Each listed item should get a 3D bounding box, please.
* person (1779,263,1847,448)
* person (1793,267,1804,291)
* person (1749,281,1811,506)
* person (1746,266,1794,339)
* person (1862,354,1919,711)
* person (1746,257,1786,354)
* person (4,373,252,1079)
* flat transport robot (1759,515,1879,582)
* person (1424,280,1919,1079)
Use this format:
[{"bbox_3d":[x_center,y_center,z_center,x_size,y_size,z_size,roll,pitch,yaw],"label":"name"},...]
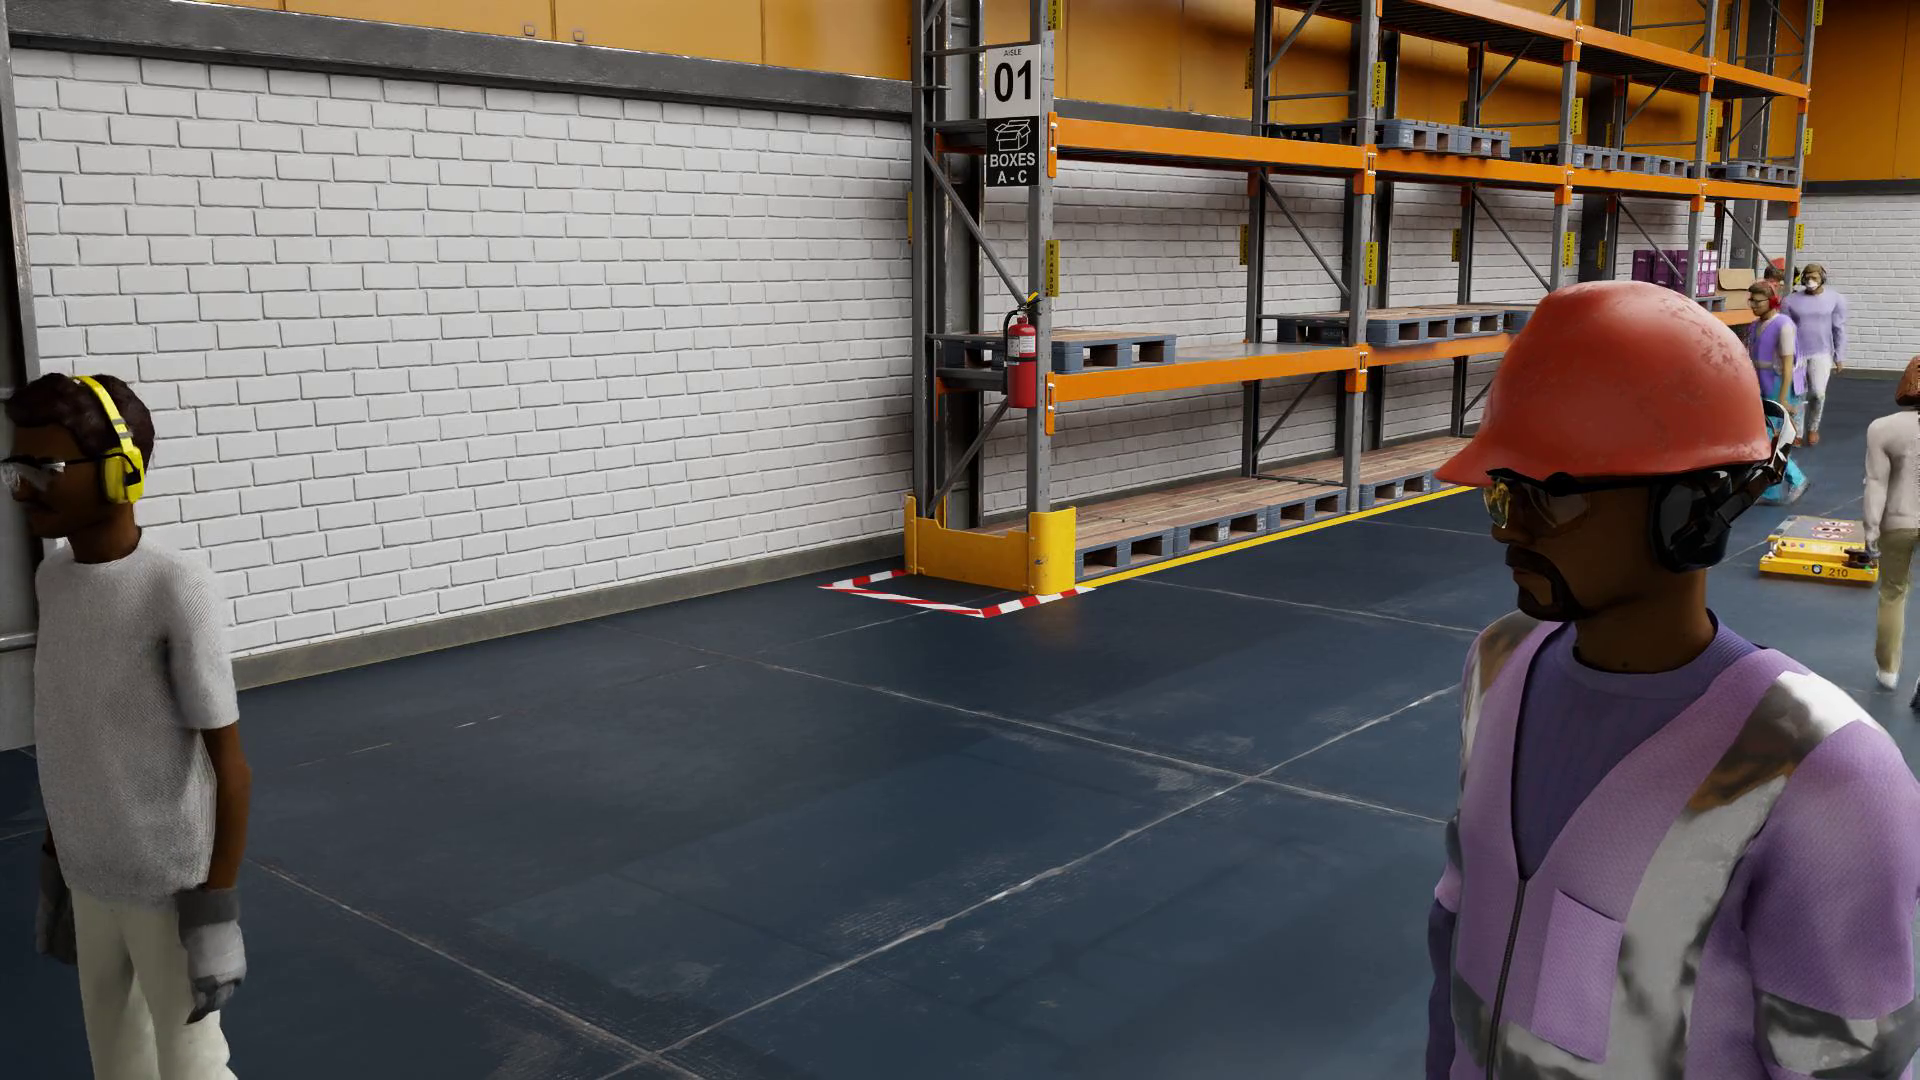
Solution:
[{"bbox_3d":[8.766,-1.894,17.201,0.649,1.919,0.448,7,12,35],"label":"person"},{"bbox_3d":[12.116,-3.087,24.361,0.553,1.807,0.949,9,13,40],"label":"person"},{"bbox_3d":[6.474,-1.153,13.288,0.491,1.815,0.601,1,10,7],"label":"person"},{"bbox_3d":[11.674,-3.051,24.022,0.633,1.841,0.429,1,10,3],"label":"person"},{"bbox_3d":[4.387,-0.048,7.597,0.498,1.605,0.750,5,11,26],"label":"person"},{"bbox_3d":[11.230,-2.975,23.321,0.637,1.955,0.708,-5,11,-28],"label":"person"},{"bbox_3d":[-1.476,0.633,2.976,0.531,1.865,0.311,6,11,29],"label":"person"},{"bbox_3d":[5.712,0.036,10.911,0.652,0.197,1.431,6,12,33],"label":"flat transport robot"},{"bbox_3d":[0.666,0.753,1.790,0.392,2.041,0.615,-3,10,-18],"label":"person"}]
